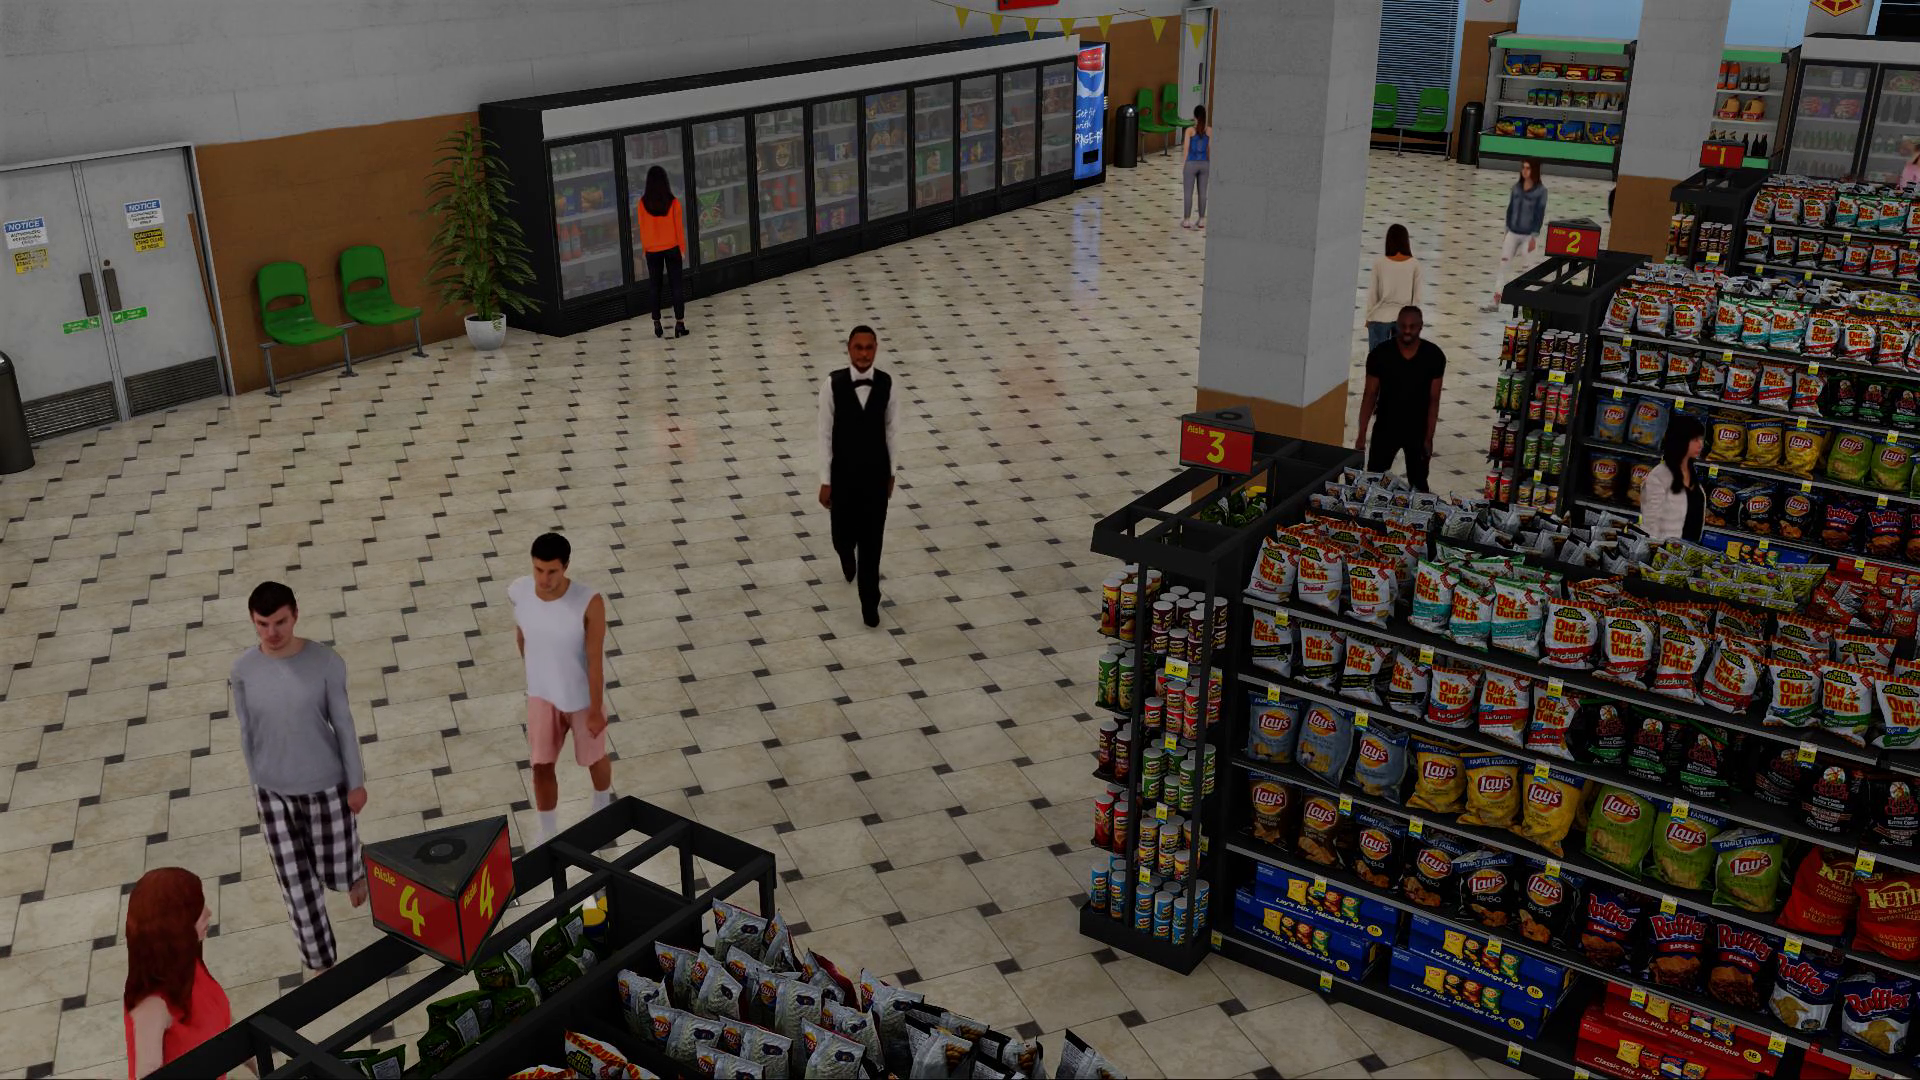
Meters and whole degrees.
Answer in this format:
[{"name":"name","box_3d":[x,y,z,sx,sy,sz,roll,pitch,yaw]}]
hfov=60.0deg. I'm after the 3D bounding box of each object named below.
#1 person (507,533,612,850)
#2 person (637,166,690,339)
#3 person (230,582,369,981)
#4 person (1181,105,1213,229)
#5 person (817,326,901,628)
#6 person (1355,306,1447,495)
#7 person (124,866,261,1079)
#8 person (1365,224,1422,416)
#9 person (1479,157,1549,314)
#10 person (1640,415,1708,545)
[{"name":"person","box_3d":[-1.852,0.700,7.966,0.943,1.722,0.928,6,23,15]},{"name":"person","box_3d":[-3.032,-2.943,16.995,0.648,1.749,0.766,3,22,6]},{"name":"person","box_3d":[-2.780,1.000,7.078,0.975,1.827,1.024,-3,22,-7]},{"name":"person","box_3d":[3.180,-5.023,22.360,0.646,1.608,0.702,-4,22,-11]},{"name":"person","box_3d":[-0.655,-0.447,10.590,1.138,1.893,1.183,-3,22,-8]},{"name":"person","box_3d":[2.986,-0.724,11.399,0.802,1.803,0.929,4,22,10]},{"name":"person","box_3d":[-2.452,1.834,5.045,0.970,1.795,0.963,-6,23,-15]},{"name":"person","box_3d":[3.775,-1.926,14.556,0.644,1.680,0.760,2,22,5]},{"name":"person","box_3d":[6.112,-3.263,17.890,0.847,1.676,0.933,-17,28,-36]},{"name":"person","box_3d":[4.035,0.052,9.714,0.831,1.622,1.052,-15,26,-33]}]
